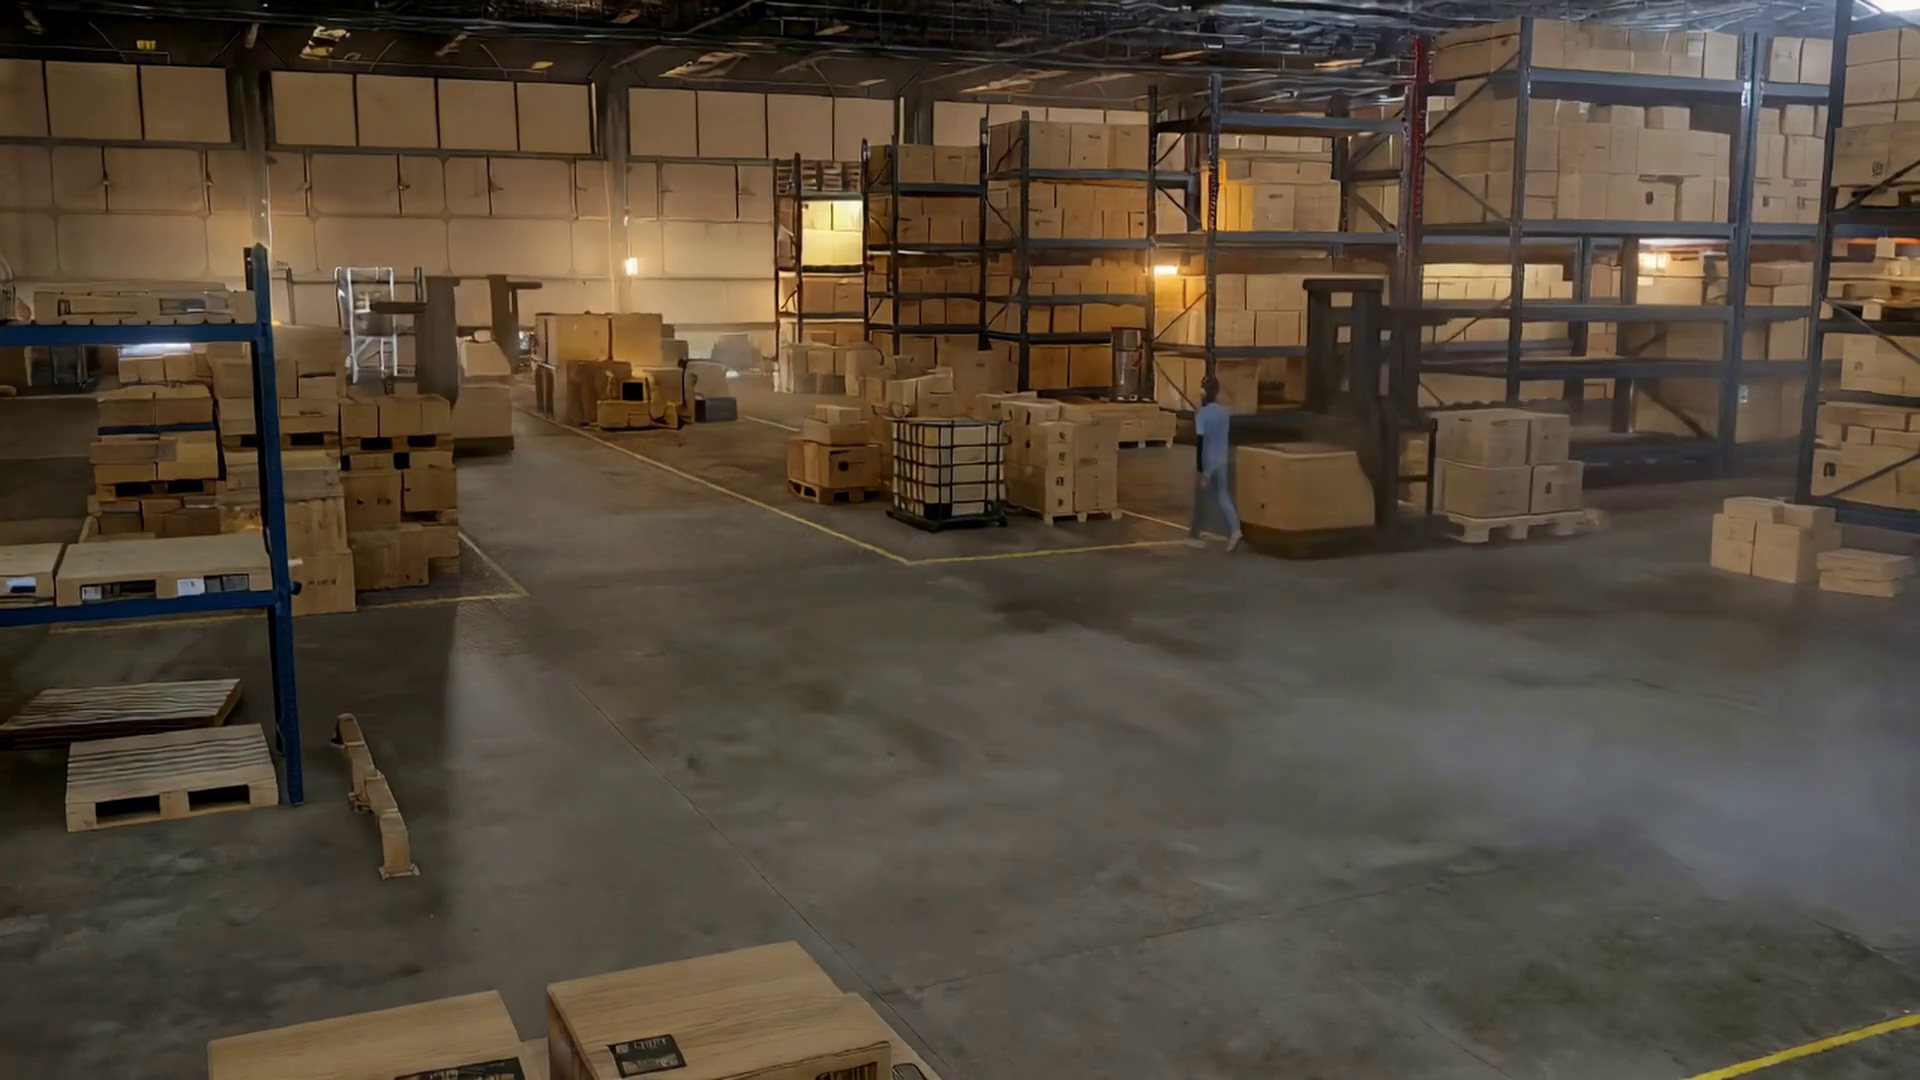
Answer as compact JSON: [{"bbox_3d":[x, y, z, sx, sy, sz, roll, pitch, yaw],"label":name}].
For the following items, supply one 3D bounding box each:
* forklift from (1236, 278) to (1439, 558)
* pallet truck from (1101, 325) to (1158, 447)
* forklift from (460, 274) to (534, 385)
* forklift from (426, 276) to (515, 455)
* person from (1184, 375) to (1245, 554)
[{"bbox_3d":[3.905,-1.310,17.216,1.873,2.768,1.129,-4,10,-25],"label":"forklift"},{"bbox_3d":[2.881,-2.596,27.923,0.823,1.965,1.885,-1,9,-7],"label":"pallet truck"},{"bbox_3d":[-11.695,-5.343,42.237,1.873,2.768,1.129,-4,10,-25],"label":"forklift"},{"bbox_3d":[-8.069,-2.737,26.069,1.873,2.768,1.129,-4,10,-25],"label":"forklift"},{"bbox_3d":[2.643,-0.780,17.173,0.515,1.843,0.902,-4,10,-24],"label":"person"}]
